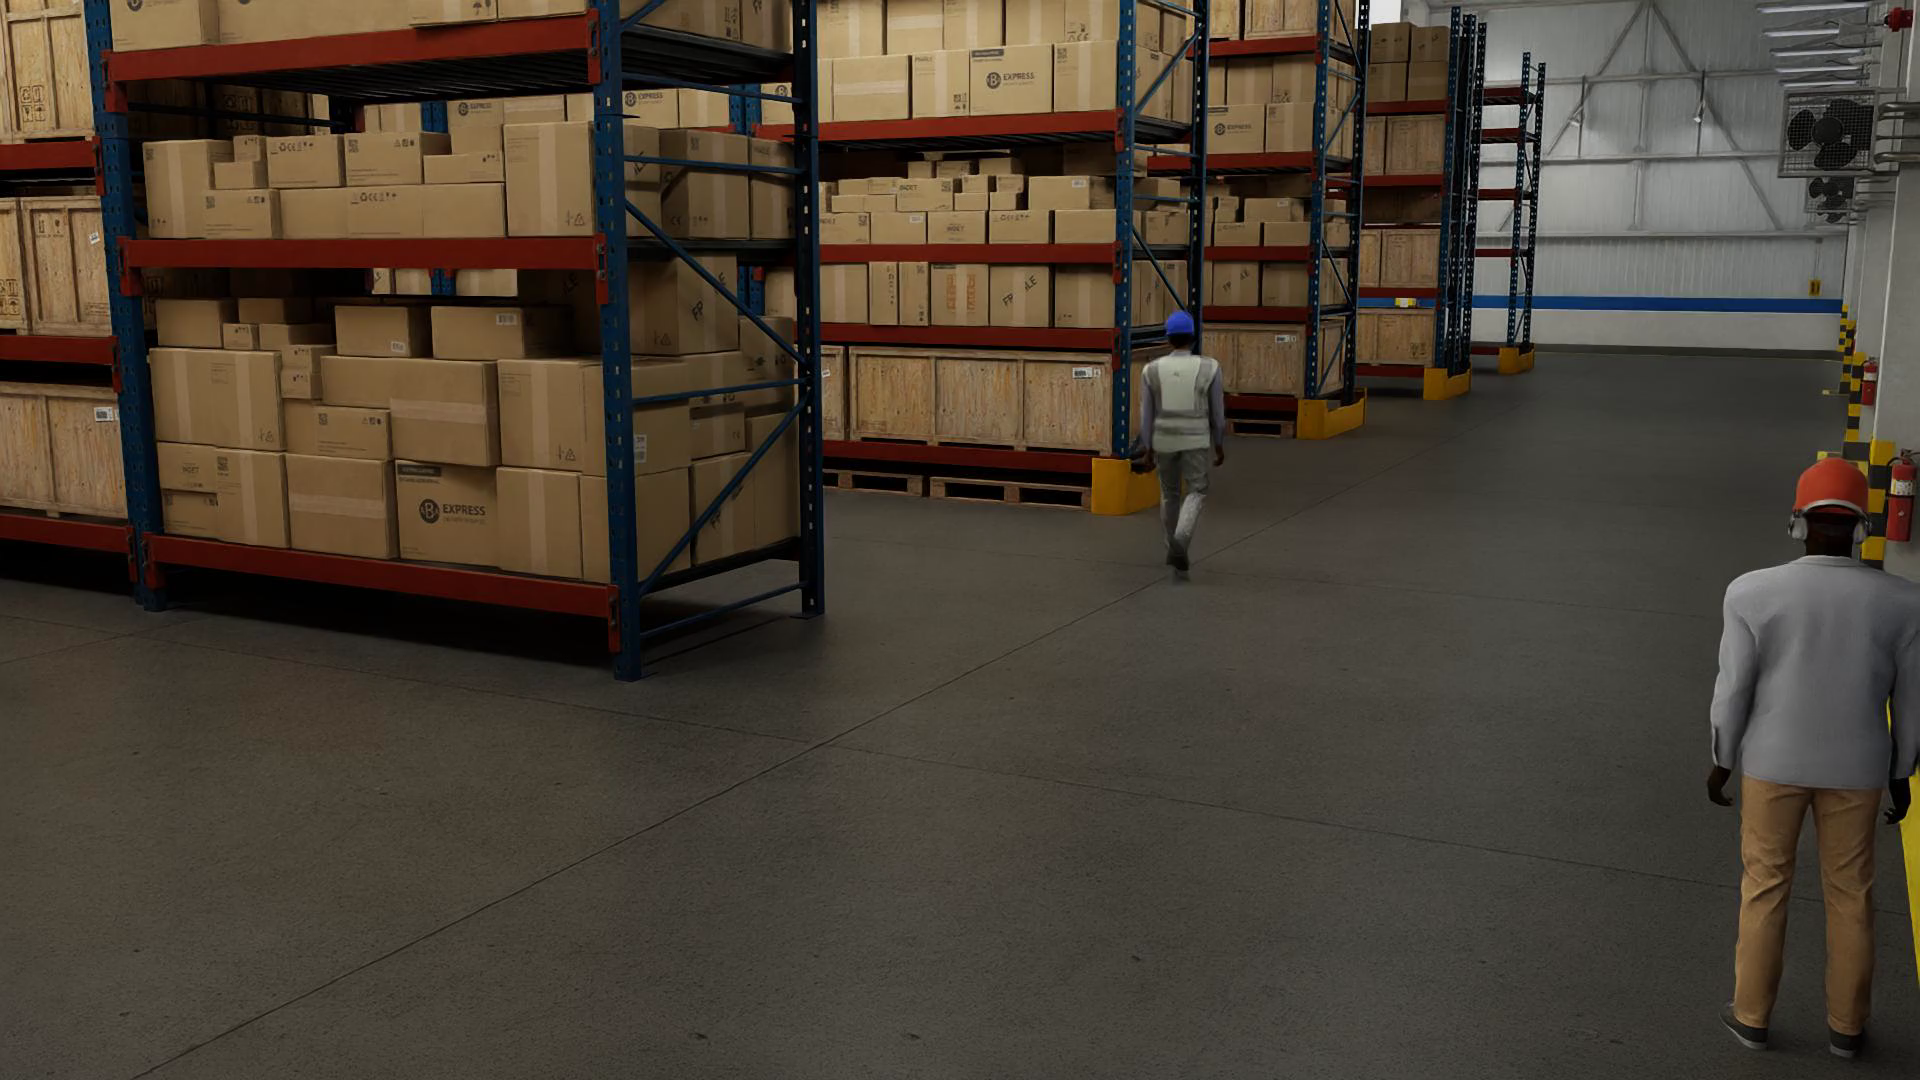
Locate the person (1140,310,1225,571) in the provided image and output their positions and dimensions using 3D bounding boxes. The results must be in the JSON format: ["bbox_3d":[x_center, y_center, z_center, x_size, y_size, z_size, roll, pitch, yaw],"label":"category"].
[{"bbox_3d":[1.609,-0.717,12.170,0.620,1.923,0.750,4,10,20],"label":"person"}]

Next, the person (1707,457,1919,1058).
[{"bbox_3d":[2.488,0.630,4.866,0.573,1.746,0.345,3,10,15],"label":"person"}]
